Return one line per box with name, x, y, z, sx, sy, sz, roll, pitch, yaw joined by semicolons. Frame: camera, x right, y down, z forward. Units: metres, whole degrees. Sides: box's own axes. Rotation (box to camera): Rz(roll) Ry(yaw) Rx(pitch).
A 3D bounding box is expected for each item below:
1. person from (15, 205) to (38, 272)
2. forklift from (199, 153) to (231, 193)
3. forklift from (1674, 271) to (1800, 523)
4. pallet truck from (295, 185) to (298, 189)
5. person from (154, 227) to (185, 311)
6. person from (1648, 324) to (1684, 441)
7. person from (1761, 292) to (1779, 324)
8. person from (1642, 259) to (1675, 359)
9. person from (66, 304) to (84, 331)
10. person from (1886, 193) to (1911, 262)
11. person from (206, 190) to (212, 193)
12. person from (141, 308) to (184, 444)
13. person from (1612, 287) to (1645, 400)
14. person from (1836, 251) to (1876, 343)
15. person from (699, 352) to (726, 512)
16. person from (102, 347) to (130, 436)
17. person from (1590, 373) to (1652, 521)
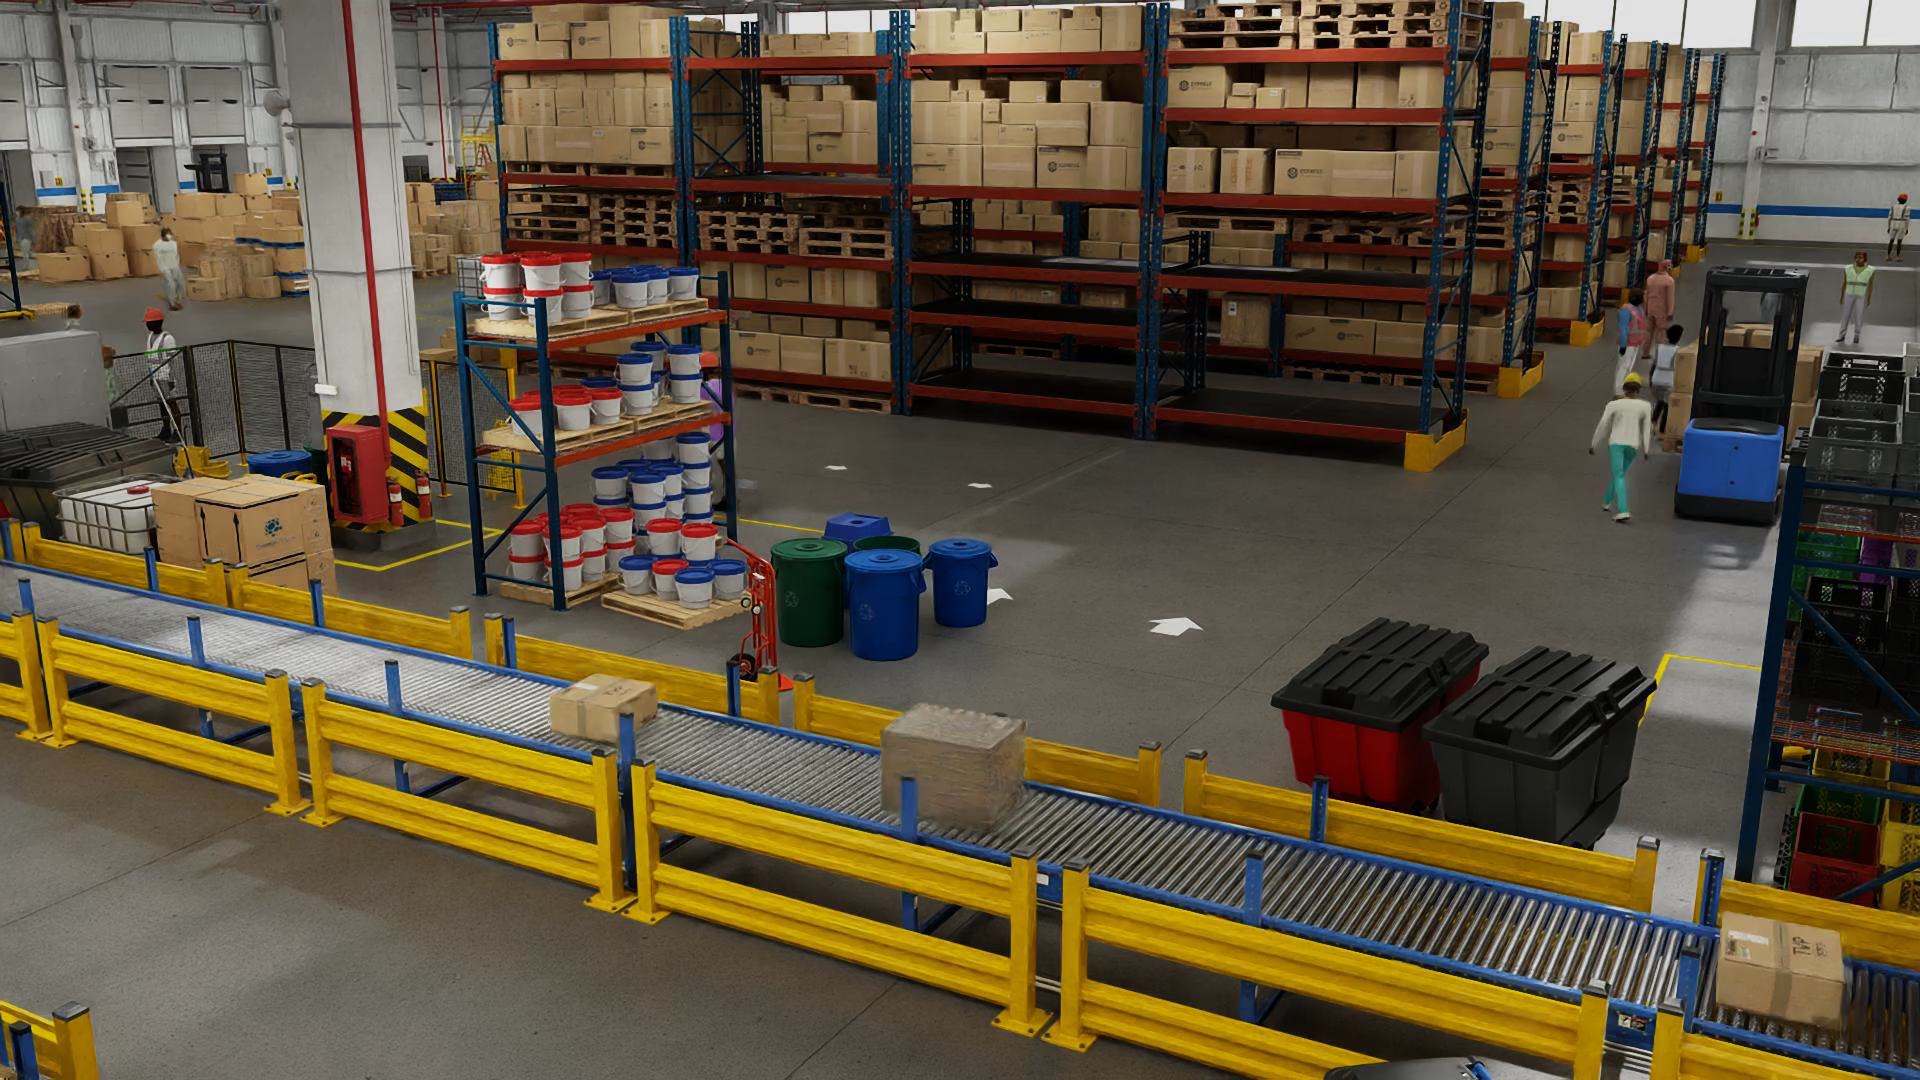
person;-26.143;-8.432;46.661;0.632;1.920;0.844;10;18;32
forklift;-27.440;-12.865;61.464;1.873;2.768;1.129;8;17;28
forklift;9.269;-1.763;19.726;1.129;2.768;1.873;8;17;27
pallet truck;-26.804;-14.617;69.738;1.885;1.965;0.823;-14;20;-42
person;-18.287;-6.260;38.485;0.421;1.918;0.644;8;17;27
person;10.164;-2.258;23.873;0.377;1.679;0.555;-10;18;-33
person;14.646;-3.910;30.184;0.278;1.634;0.499;14;20;42
person;13.113;-4.298;31.149;0.399;1.899;0.651;-6;16;-22
person;-14.286;-3.000;26.833;0.854;1.596;0.520;-6;16;-22
person;28.304;-9.428;50.147;0.387;2.041;0.615;-11;18;-35
person;-26.668;-11.628;59.166;0.897;1.649;0.543;-11;18;-35
person;-11.375;-2.337;23.692;0.543;1.938;0.357;9;17;30
person;10.920;-3.197;27.109;0.429;1.841;0.633;13;19;39
person;18.060;-4.897;33.507;0.564;1.836;0.404;11;19;36
person;-3.012;-1.287;19.781;0.750;1.912;0.579;9;17;31
person;-11.274;-1.777;22.222;0.633;1.607;0.499;-8;17;-29
person;7.749;-1.095;19.470;0.616;1.705;0.925;1;15;3
